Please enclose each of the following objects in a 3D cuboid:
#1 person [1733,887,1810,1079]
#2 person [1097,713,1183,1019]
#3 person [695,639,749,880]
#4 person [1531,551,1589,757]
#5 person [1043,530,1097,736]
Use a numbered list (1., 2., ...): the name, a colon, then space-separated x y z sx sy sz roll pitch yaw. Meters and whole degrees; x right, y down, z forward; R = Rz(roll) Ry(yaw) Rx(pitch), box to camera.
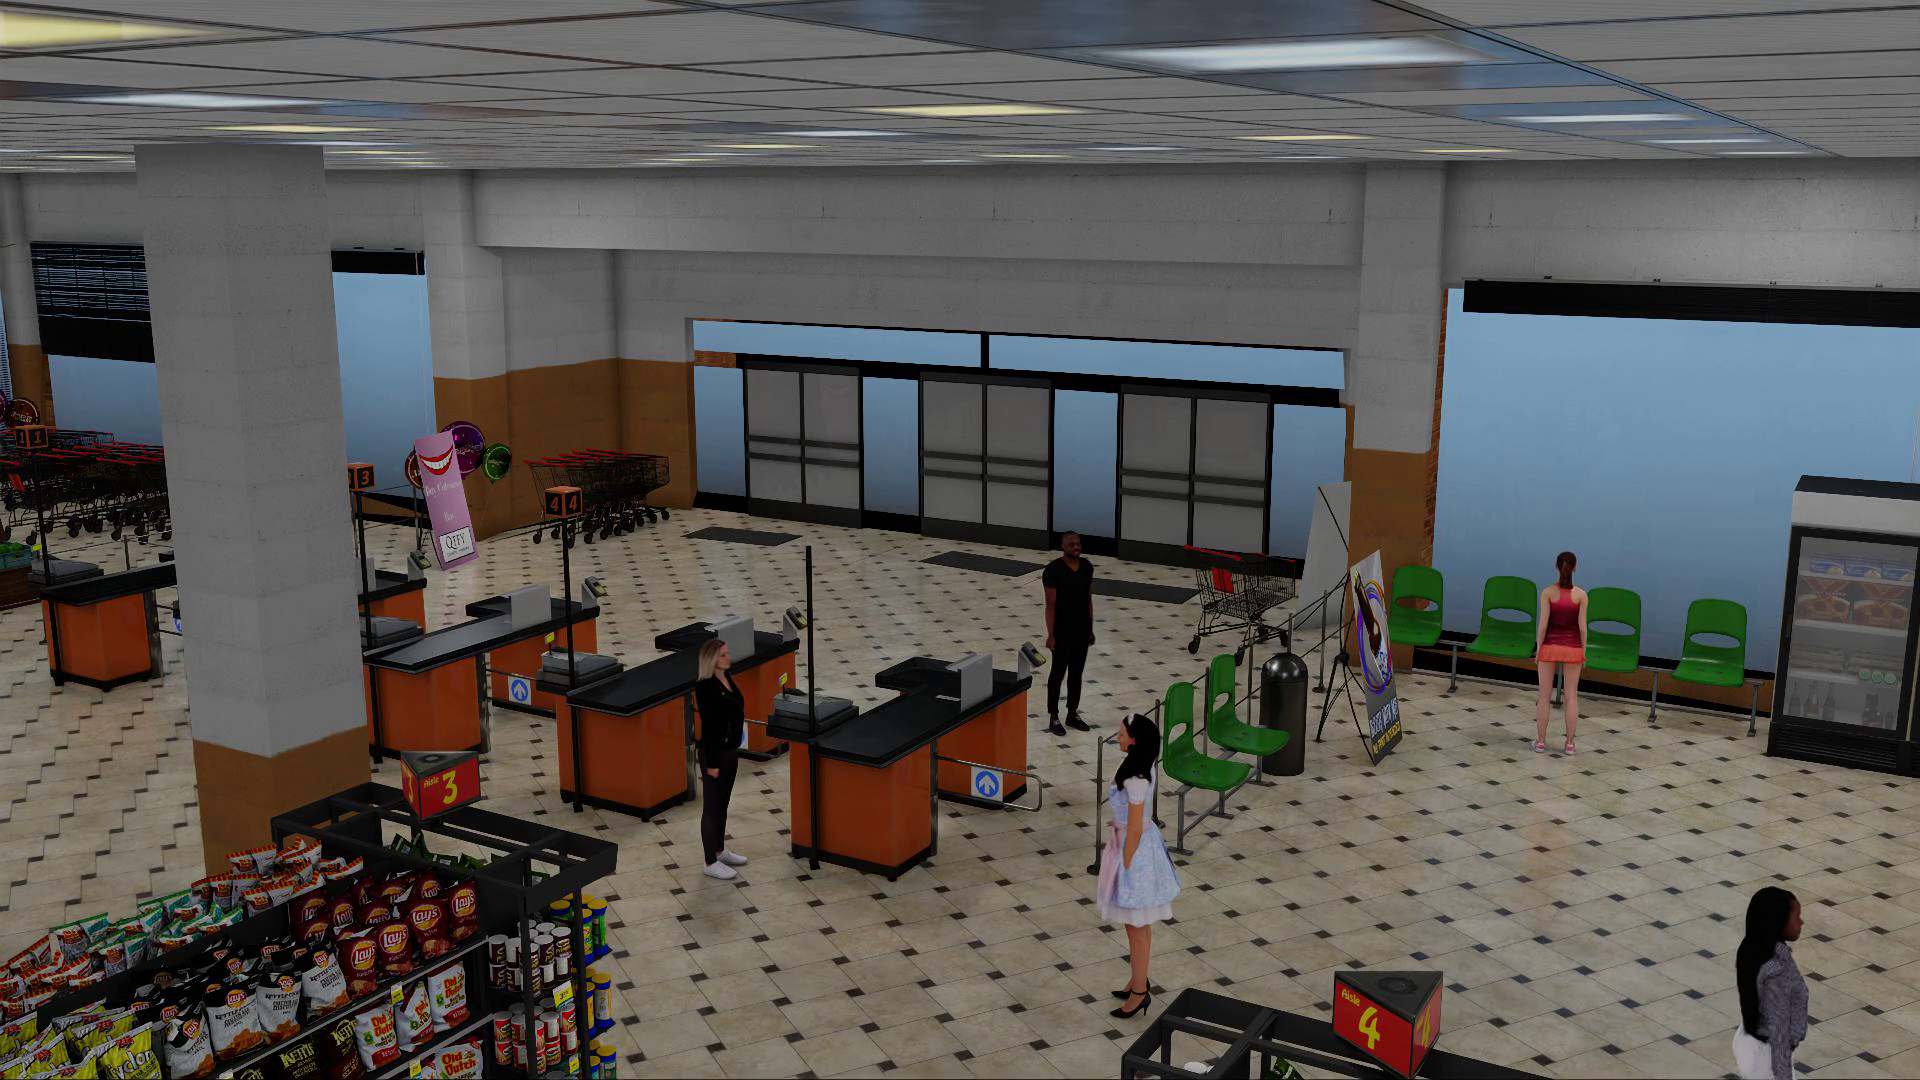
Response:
1. person: 3.591 2.373 7.493 0.755 1.726 0.723 3 12 15
2. person: 1.011 1.875 9.631 0.862 1.818 0.777 2 12 10
3. person: -1.706 1.514 11.666 0.727 1.686 0.575 3 12 12
4. person: 5.110 0.953 14.172 0.618 1.752 0.608 3 12 14
5. person: 0.967 0.802 14.724 0.672 1.819 0.806 -7 14 -30
